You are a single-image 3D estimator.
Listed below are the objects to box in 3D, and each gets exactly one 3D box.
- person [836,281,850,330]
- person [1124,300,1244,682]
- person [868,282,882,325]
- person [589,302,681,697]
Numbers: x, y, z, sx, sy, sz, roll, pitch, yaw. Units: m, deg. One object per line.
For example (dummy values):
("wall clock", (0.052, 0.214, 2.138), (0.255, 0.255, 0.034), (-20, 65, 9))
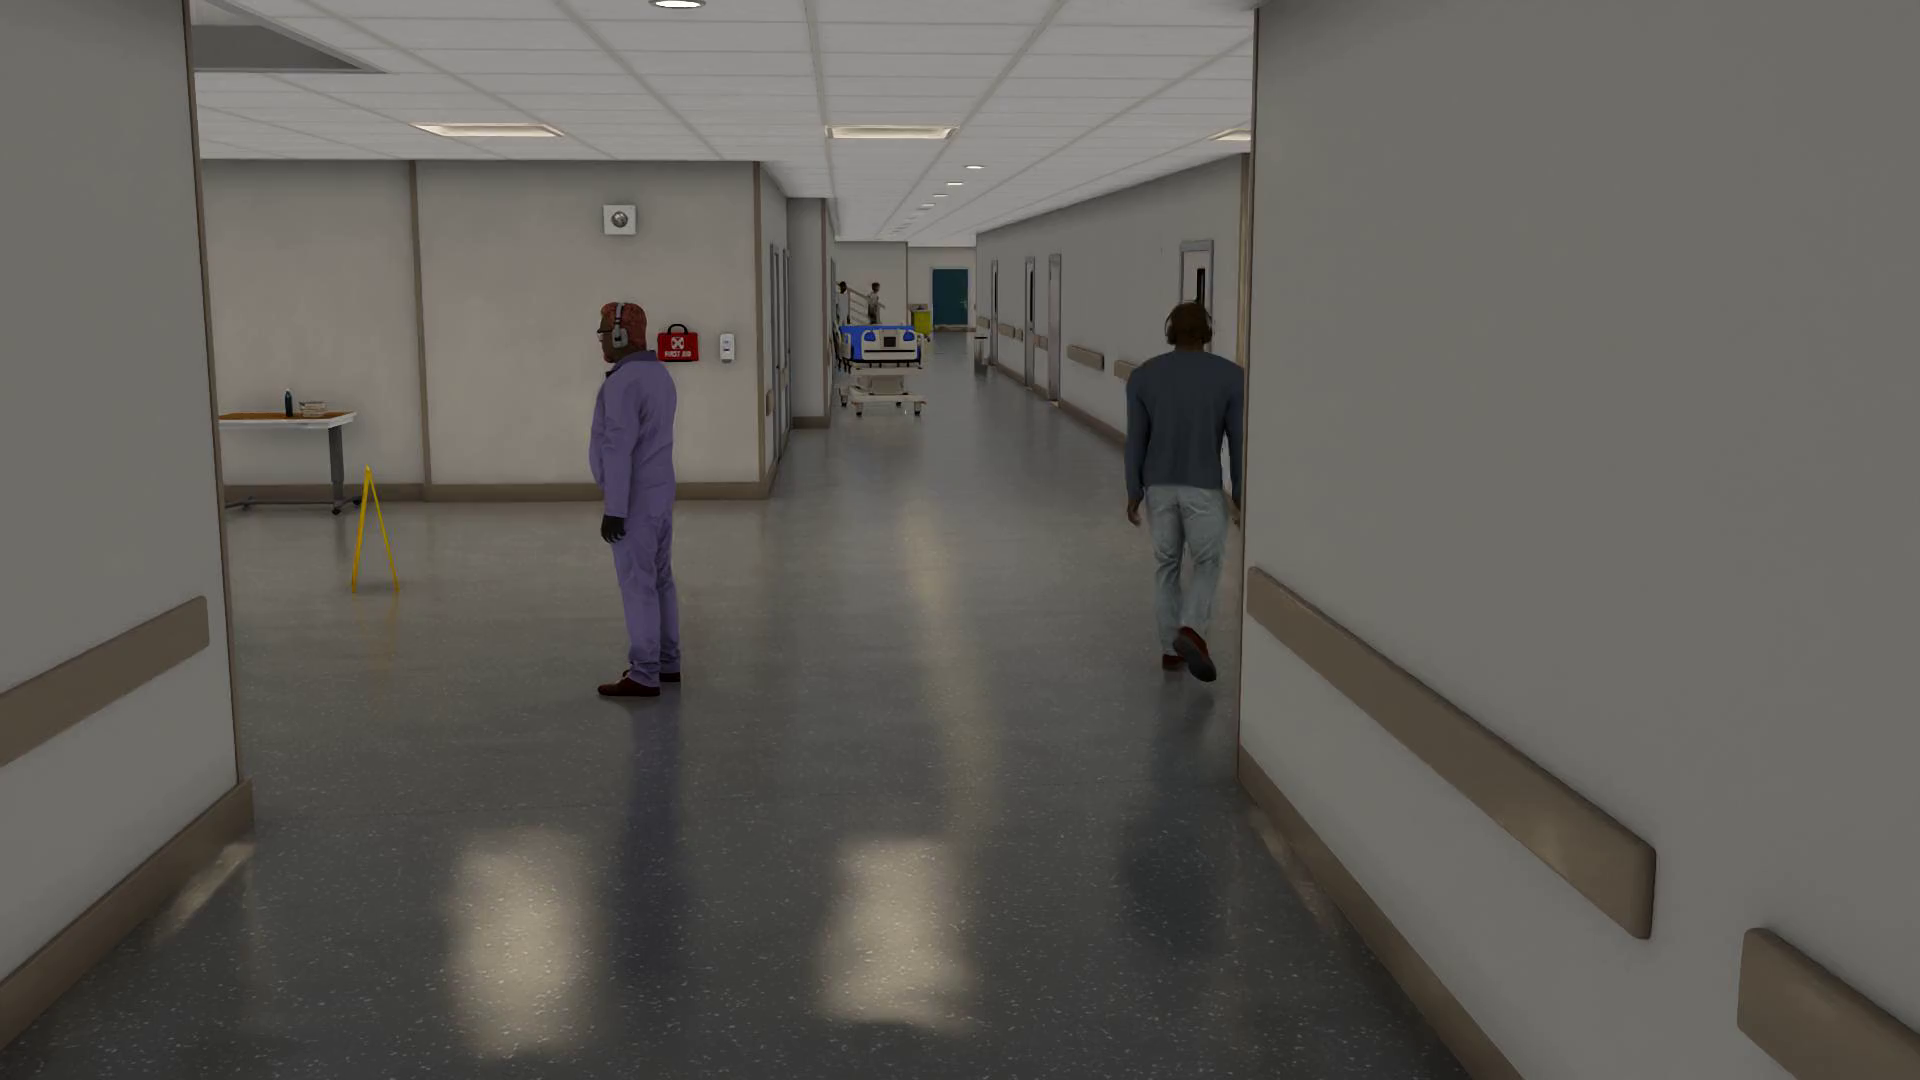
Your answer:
("person", (-3.062, -5.809, 43.364), (0.311, 1.869, 0.532), (7, 11, 37))
("person", (1.108, -0.236, 8.289), (0.647, 1.906, 0.769), (2, 9, 15))
("person", (-2.290, -6.269, 46.384), (0.643, 1.822, 0.535), (-1, 9, -3))
("person", (-1.587, -0.196, 8.058), (0.398, 1.900, 0.634), (1, 9, 6))
